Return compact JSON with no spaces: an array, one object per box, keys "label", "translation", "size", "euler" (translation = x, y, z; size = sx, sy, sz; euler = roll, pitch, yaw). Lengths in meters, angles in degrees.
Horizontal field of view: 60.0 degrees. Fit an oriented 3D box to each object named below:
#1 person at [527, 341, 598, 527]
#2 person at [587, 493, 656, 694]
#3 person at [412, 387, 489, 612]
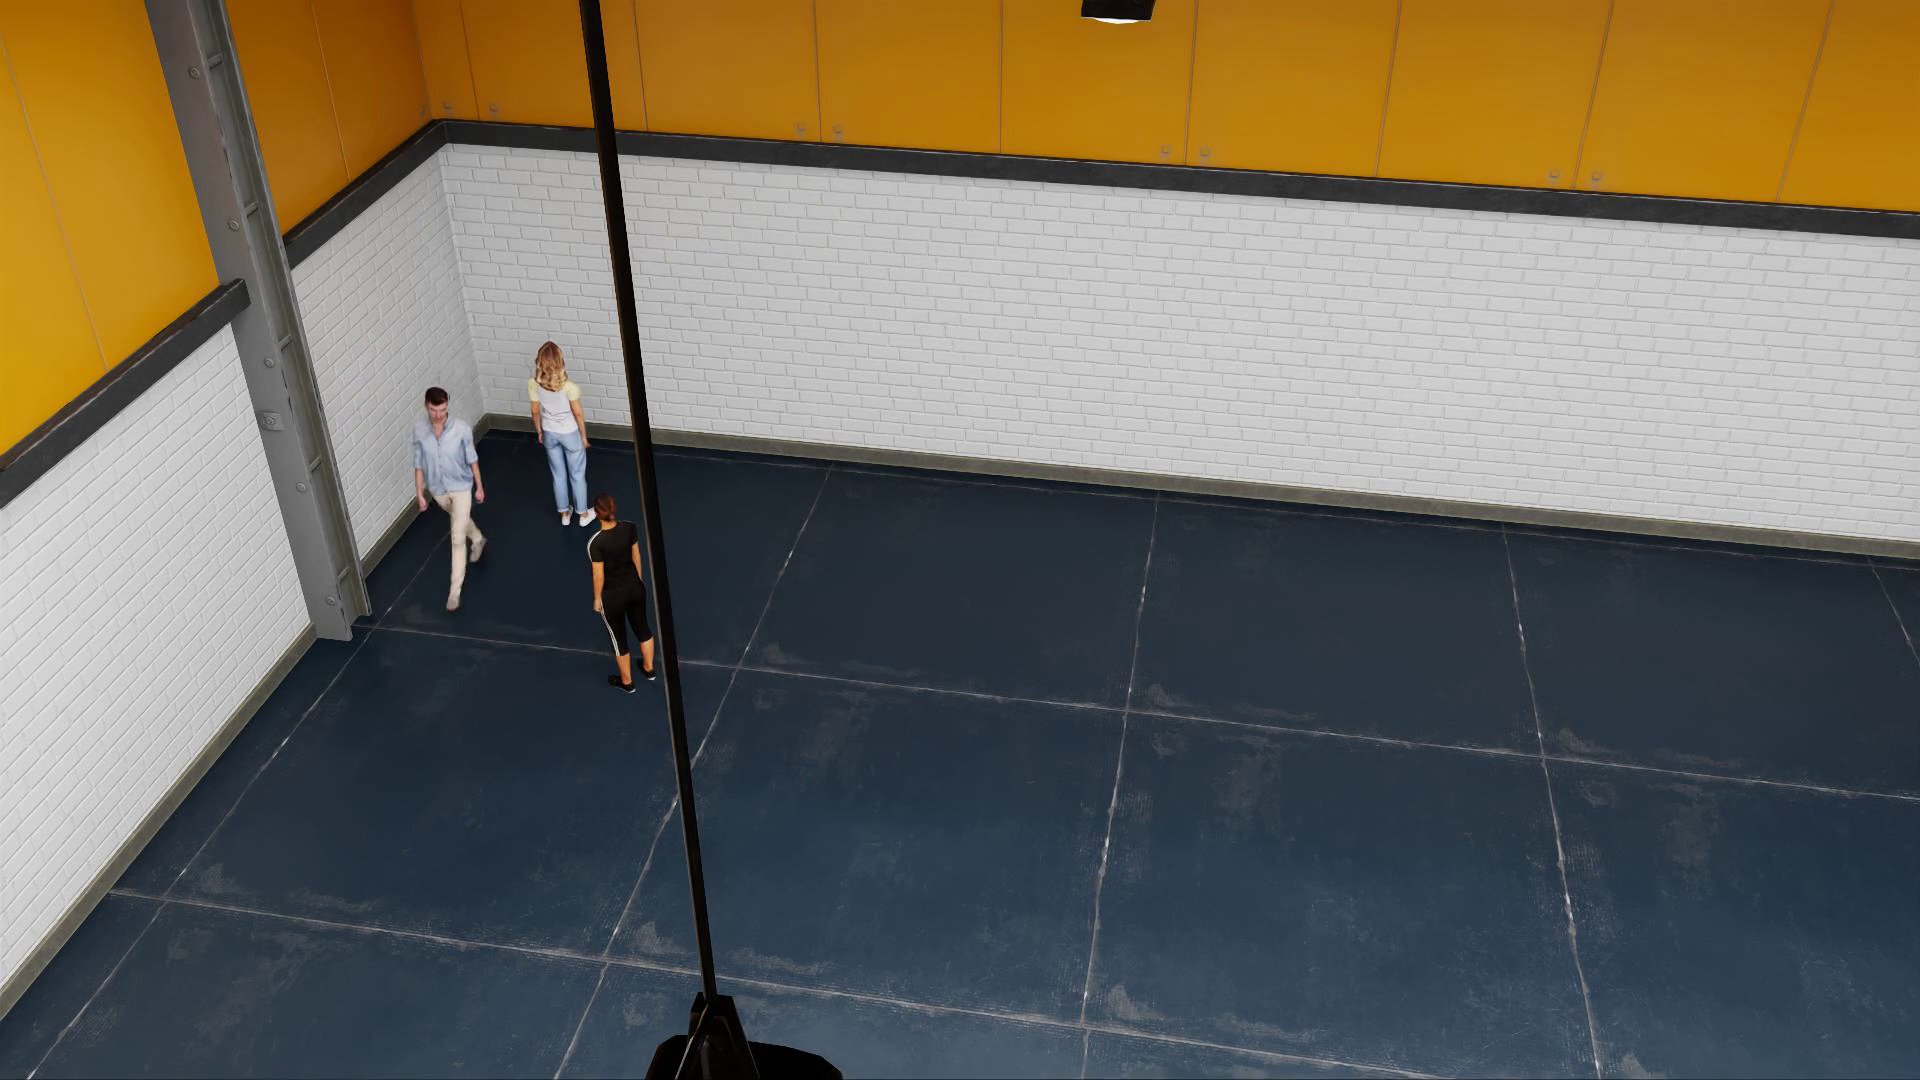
[{"label":"person","translation":[-3.369,-0.887,14.085],"size":[0.618,1.723,0.522],"euler":[6,34,8]},{"label":"person","translation":[-2.498,0.375,12.235],"size":[0.714,1.668,0.610],"euler":[28,42,35]},{"label":"person","translation":[-4.059,-0.451,13.366],"size":[0.771,1.792,1.296],"euler":[2,34,3]}]
